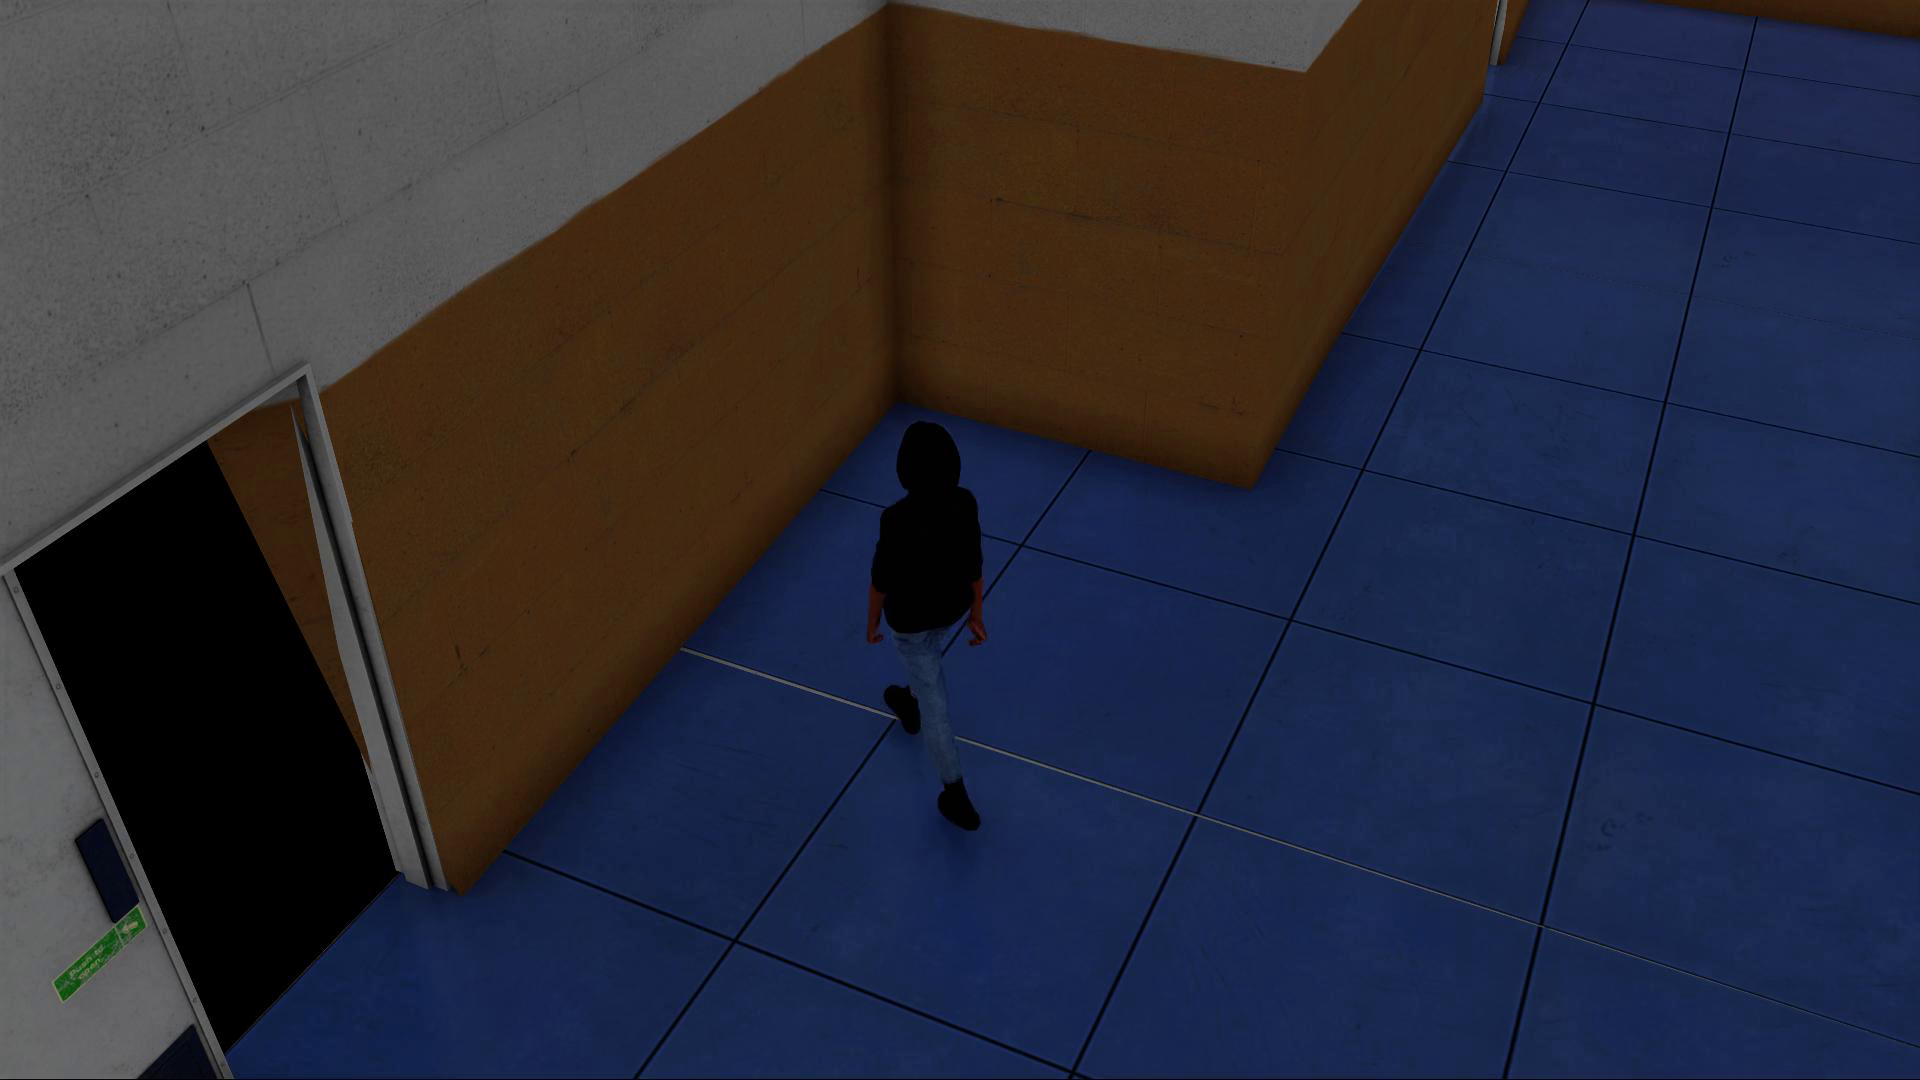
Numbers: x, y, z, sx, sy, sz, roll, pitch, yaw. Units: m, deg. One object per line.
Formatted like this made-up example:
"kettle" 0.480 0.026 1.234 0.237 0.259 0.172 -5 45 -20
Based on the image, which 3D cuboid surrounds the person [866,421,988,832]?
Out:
"person" -0.086 0.357 6.205 1.025 1.653 1.178 -17 40 -21
